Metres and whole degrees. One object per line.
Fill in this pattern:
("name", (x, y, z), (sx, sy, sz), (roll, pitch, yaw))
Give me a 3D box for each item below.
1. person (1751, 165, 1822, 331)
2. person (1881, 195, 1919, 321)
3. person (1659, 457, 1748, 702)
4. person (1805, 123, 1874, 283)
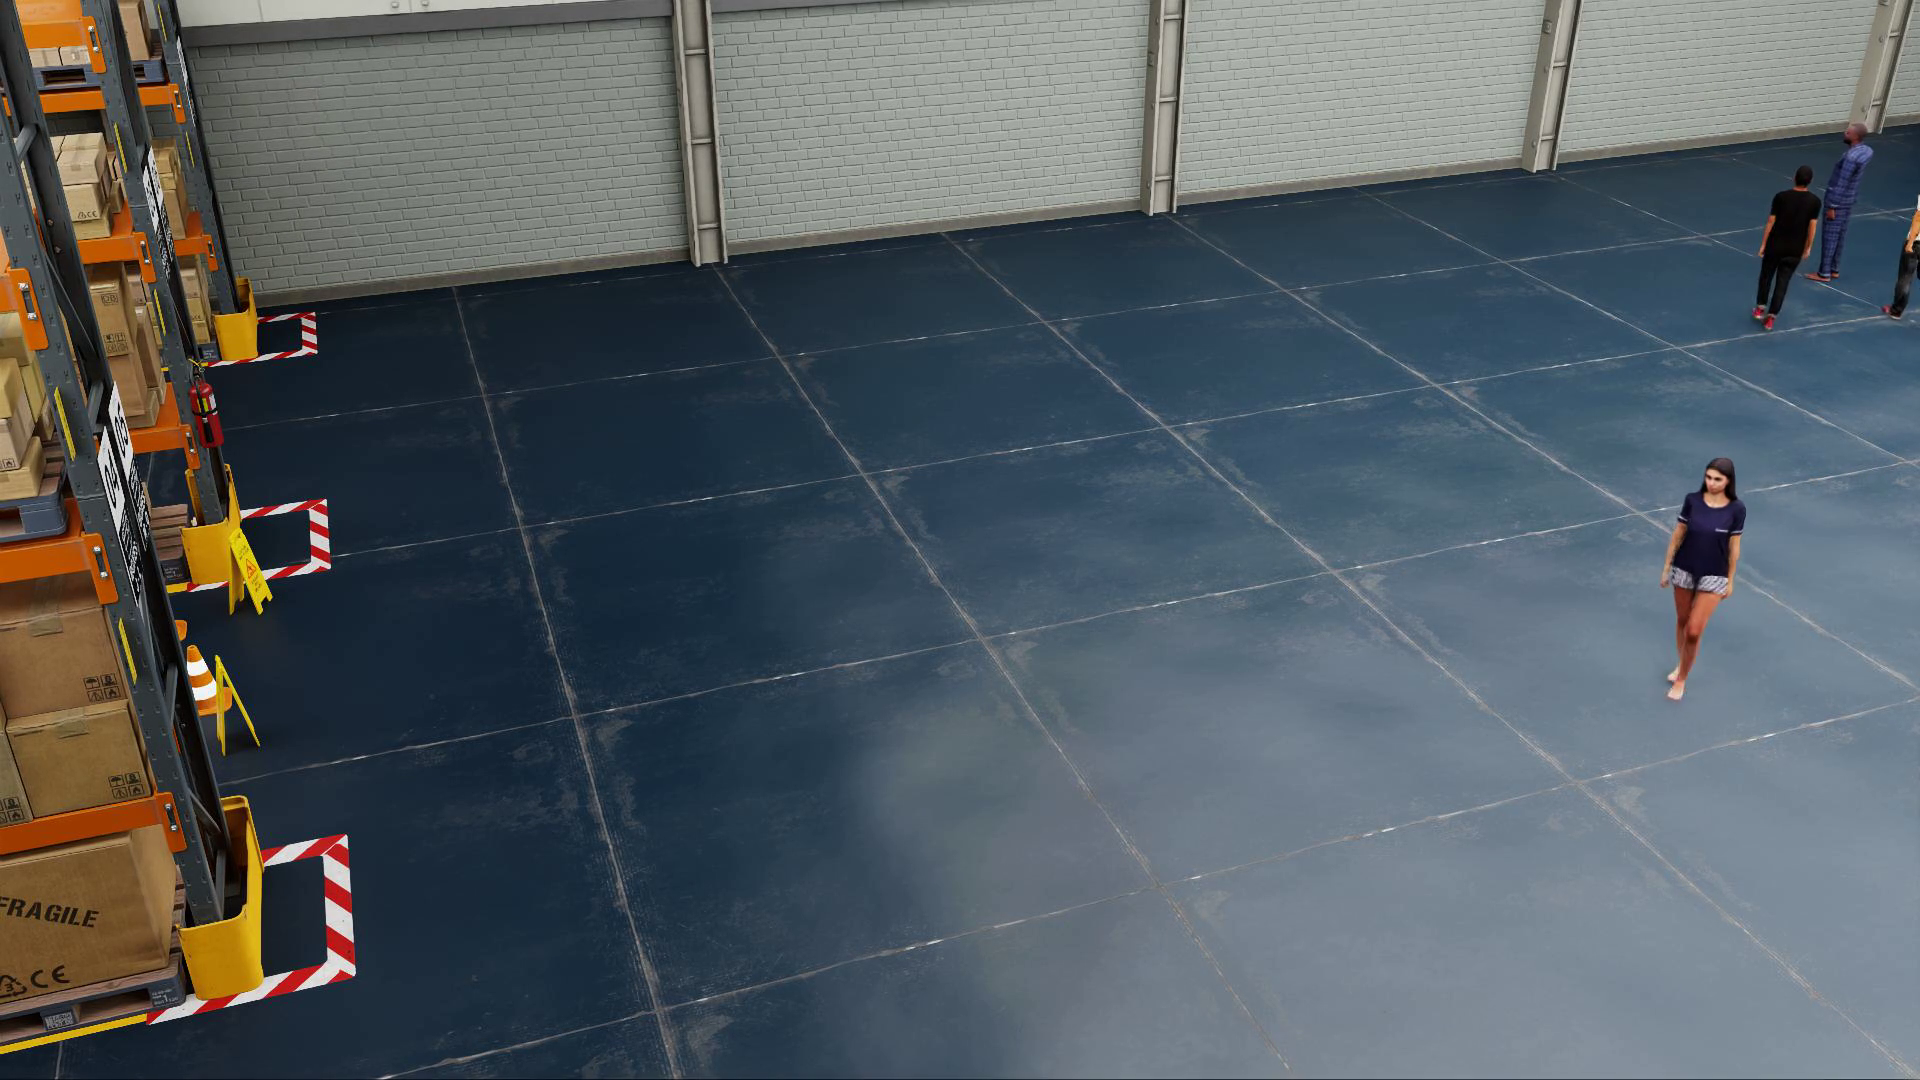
("person", (8.776, -3.082, 17.691), (0.861, 1.745, 0.920), (11, 30, 20))
("person", (10.381, -3.156, 17.785), (0.958, 1.788, 0.774), (-6, 29, -12))
("person", (5.146, 0.215, 11.499), (0.793, 1.745, 0.884), (22, 35, 35))
("person", (10.138, -3.884, 19.117), (0.689, 1.821, 0.824), (-24, 36, -38))
